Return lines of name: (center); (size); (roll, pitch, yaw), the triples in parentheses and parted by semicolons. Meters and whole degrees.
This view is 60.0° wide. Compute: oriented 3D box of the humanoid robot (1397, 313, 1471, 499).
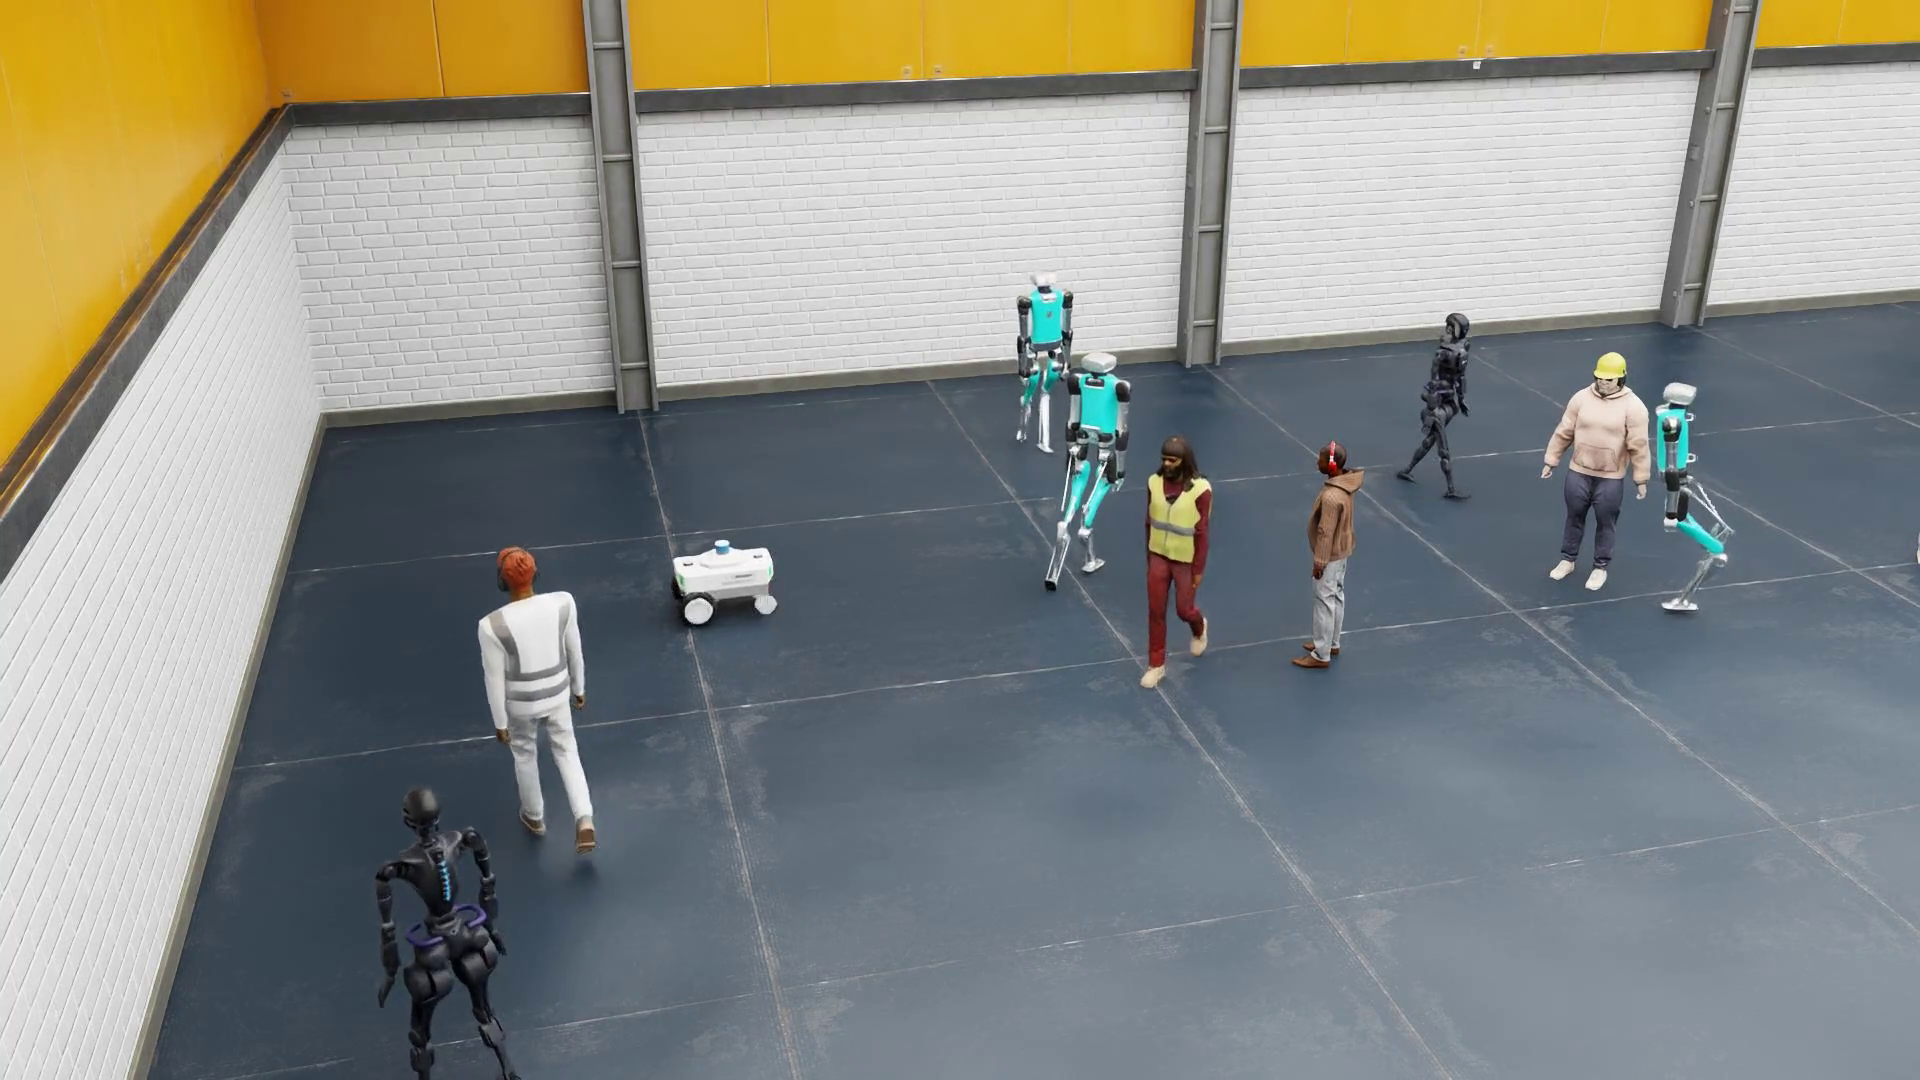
humanoid robot: (4.196, -1.187, 14.374); (0.605, 1.624, 0.786); (-22, 32, -40)

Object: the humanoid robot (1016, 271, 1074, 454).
humanoid robot: (0.678, -1.614, 15.313); (0.553, 1.888, 0.792); (-8, 25, -18)

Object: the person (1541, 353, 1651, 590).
person: (4.838, -0.539, 12.619); (0.787, 1.859, 0.436); (17, 29, 33)

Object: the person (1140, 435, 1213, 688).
person: (1.471, 0.113, 11.268); (0.474, 1.750, 0.653); (13, 27, 28)

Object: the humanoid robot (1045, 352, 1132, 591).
humanoid robot: (0.891, -0.449, 12.626); (0.553, 1.833, 0.886); (15, 28, 31)

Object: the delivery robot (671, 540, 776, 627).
delivery robot: (-1.752, 0.279, 12.335); (0.739, 0.566, 0.499); (-7, 25, -15)

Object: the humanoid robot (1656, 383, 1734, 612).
humanoid robot: (5.372, -0.239, 12.121); (0.779, 1.800, 0.534); (9, 25, 20)

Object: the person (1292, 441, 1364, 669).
person: (2.538, 0.106, 11.410); (0.327, 1.648, 0.462); (11, 26, 23)

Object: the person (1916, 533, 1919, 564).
person: (7.842, -0.611, 12.898); (0.523, 1.761, 0.325); (1, 24, 1)

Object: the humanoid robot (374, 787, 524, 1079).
humanoid robot: (-2.296, 1.847, 7.428); (0.603, 1.638, 0.413); (-19, 30, -37)

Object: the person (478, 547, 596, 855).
person: (-2.351, 0.914, 9.310); (0.580, 1.860, 0.781); (-14, 27, -29)
